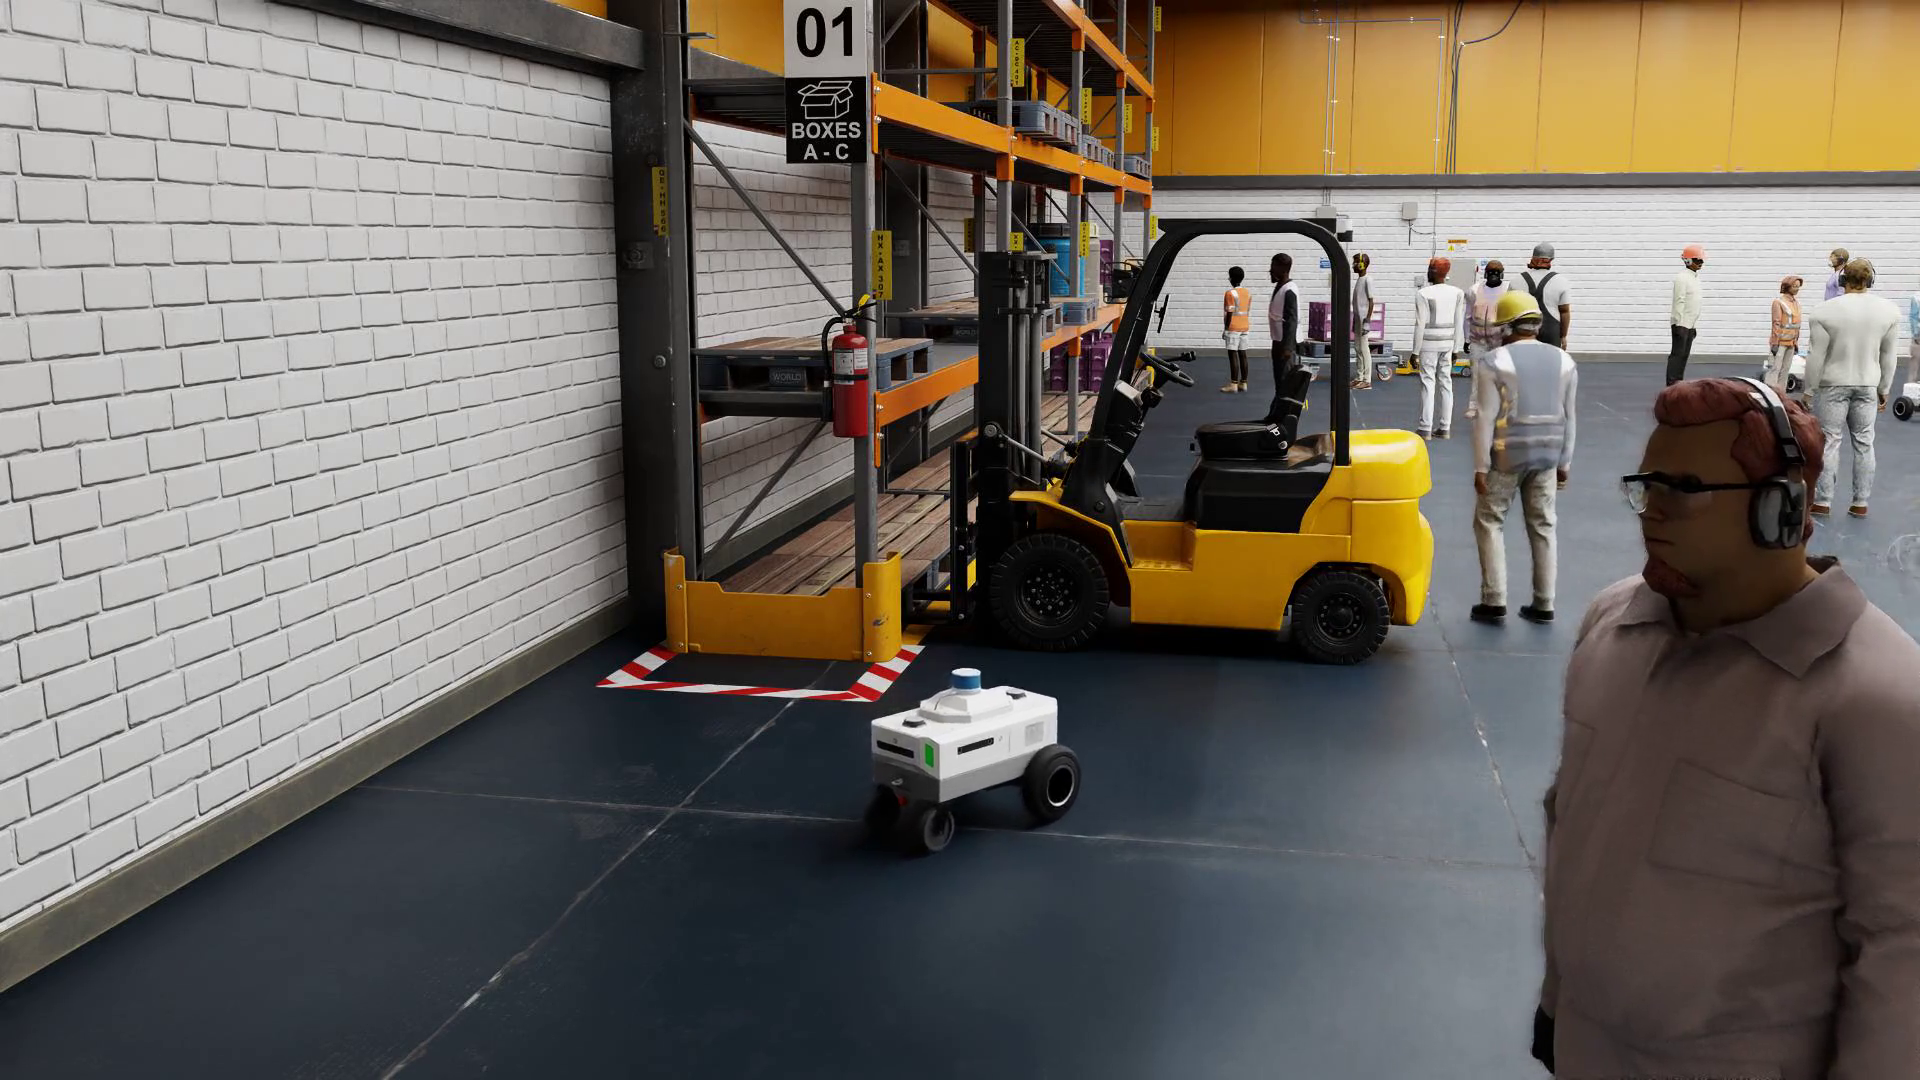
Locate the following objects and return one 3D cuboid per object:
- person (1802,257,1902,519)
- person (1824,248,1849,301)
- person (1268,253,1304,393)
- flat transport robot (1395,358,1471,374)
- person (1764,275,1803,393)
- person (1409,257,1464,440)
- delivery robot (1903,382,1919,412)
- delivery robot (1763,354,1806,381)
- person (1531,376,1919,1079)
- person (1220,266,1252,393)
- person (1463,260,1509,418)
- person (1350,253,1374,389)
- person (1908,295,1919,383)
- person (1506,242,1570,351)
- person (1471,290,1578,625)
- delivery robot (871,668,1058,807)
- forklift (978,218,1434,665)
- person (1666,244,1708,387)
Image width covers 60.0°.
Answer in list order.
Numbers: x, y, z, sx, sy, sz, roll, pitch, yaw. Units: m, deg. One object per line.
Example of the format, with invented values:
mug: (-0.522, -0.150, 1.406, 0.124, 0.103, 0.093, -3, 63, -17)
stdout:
person: (6.593, -1.119, 12.362, 0.627, 1.940, 0.373, 2, 10, 10)
person: (12.013, -3.032, 22.846, 0.372, 1.940, 0.630, 4, 11, 22)
person: (3.469, -2.100, 17.803, 0.389, 1.916, 0.591, 0, 10, -2)
flat transport robot: (7.368, -2.626, 25.194, 1.431, 0.197, 0.652, 4, 11, 20)
person: (9.761, -2.307, 19.699, 0.521, 1.636, 0.311, -7, 13, -35)
person: (4.915, -1.974, 17.197, 0.584, 1.884, 0.349, -4, 11, -22)
delivery robot: (11.008, -1.639, 18.749, 0.477, 0.478, 0.707, -2, 10, -11)
delivery robot: (11.245, -2.325, 22.510, 0.707, 0.478, 0.477, -4, 11, -19)
person: (1.019, 0.725, 2.344, 0.399, 1.907, 0.644, -4, 11, -19)
person: (3.715, -2.832, 22.406, 0.316, 1.699, 0.540, 9, 14, 41)
person: (6.099, -2.291, 19.114, 0.639, 1.833, 0.431, 7, 12, 33)
person: (5.532, -3.011, 22.938, 0.317, 1.863, 0.523, -1, 10, -5)
person: (12.725, -2.670, 21.839, 0.514, 1.579, 0.926, 2, 11, 12)
person: (6.478, -2.314, 18.631, 0.684, 2.000, 0.535, 6, 12, 30)
person: (3.035, -0.441, 9.023, 0.623, 1.807, 0.455, -2, 11, -11)
delivery robot: (0.020, 0.700, 5.912, 0.477, 0.478, 0.707, 10, 15, 43)
forklift: (1.285, -0.567, 8.635, 2.313, 2.155, 1.214, 2, 11, 11)
person: (9.197, -2.732, 21.049, 0.389, 1.996, 0.612, 9, 14, 41)
